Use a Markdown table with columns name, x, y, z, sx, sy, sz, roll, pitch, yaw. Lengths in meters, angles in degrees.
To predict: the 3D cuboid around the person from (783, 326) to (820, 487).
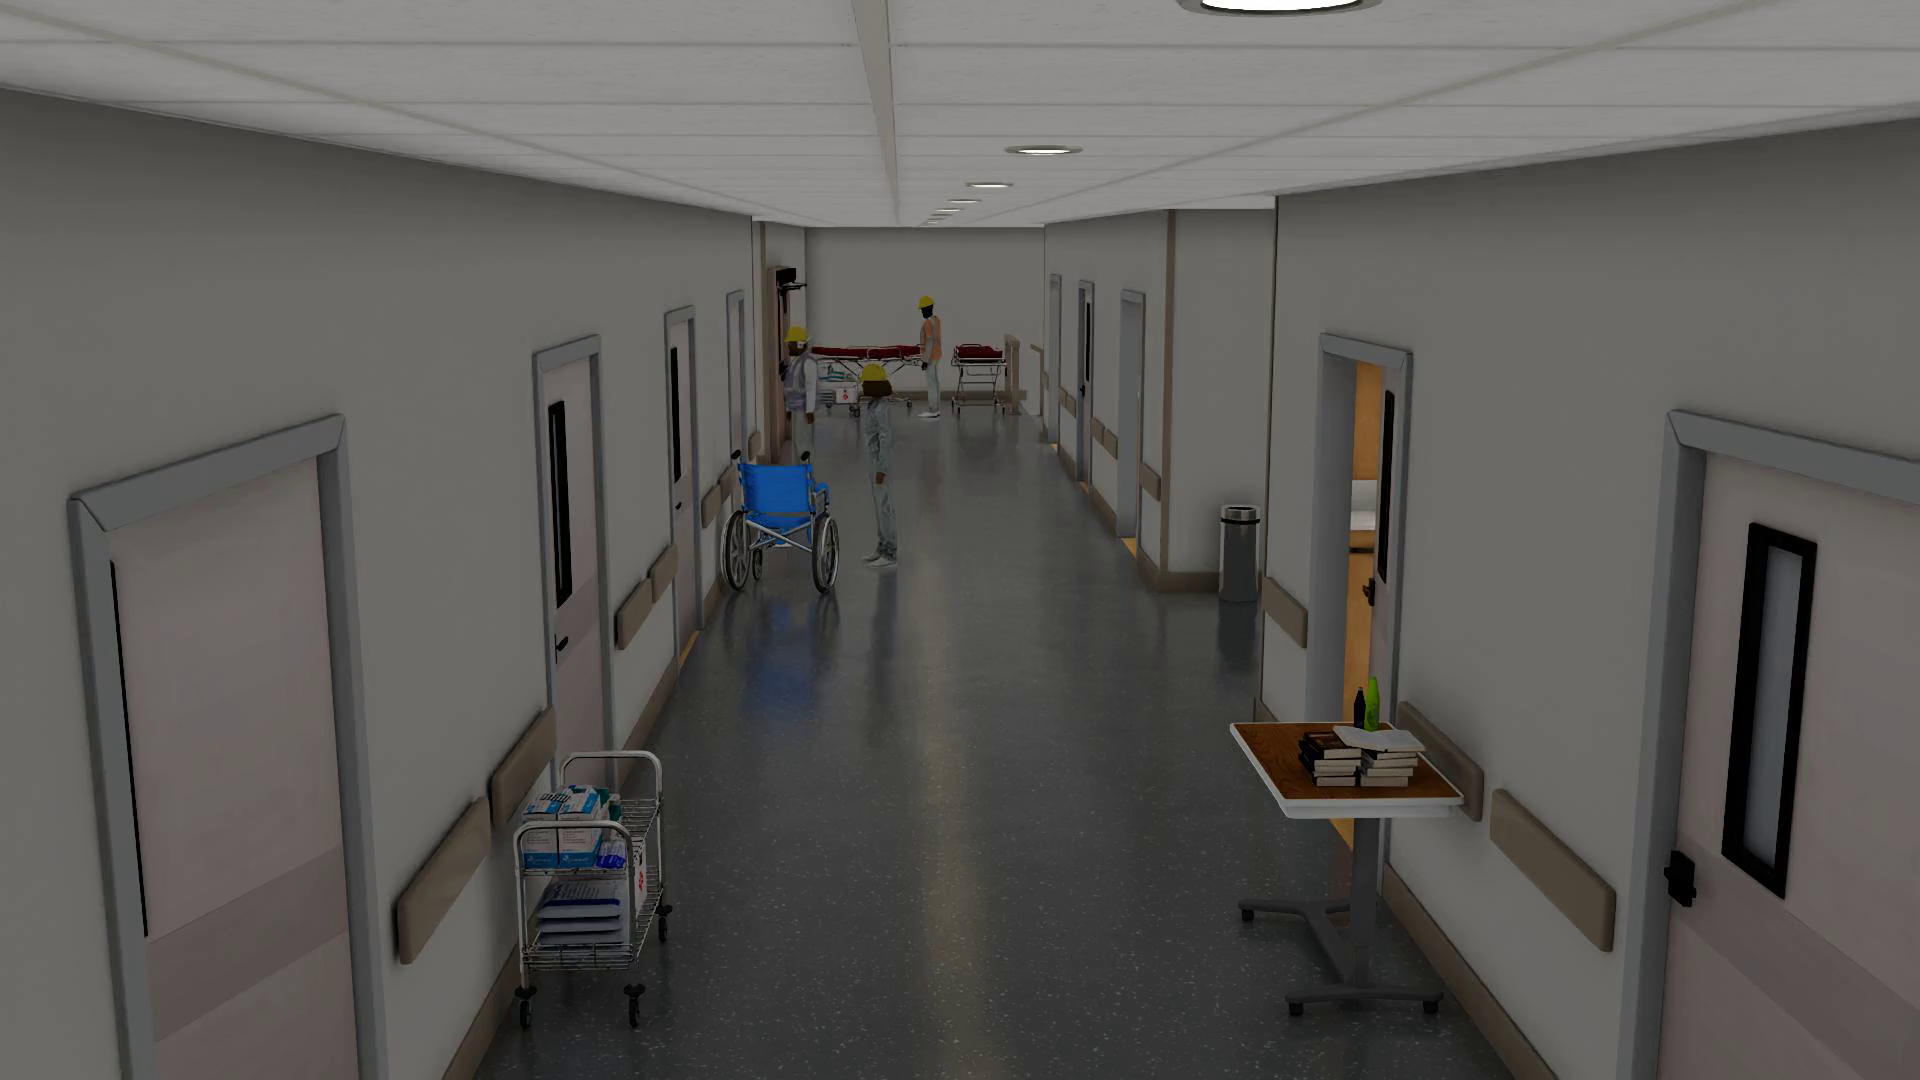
| name | x | y | z | sx | sy | sz | roll | pitch | yaw |
| --- | --- | --- | --- | --- | --- | --- | --- | --- | --- |
| person | -1.813 | -1.516 | 18.927 | 0.427 | 1.821 | 0.625 | -4 | 11 | -21 |

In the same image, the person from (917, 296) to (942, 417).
| name | x | y | z | sx | sy | sz | roll | pitch | yaw |
| --- | --- | --- | --- | --- | --- | --- | --- | --- | --- |
| person | -0.489 | -2.896 | 26.337 | 0.382 | 1.917 | 0.585 | 2 | 10 | 13 |

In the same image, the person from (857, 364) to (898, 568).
| name | x | y | z | sx | sy | sz | roll | pitch | yaw |
| --- | --- | --- | --- | --- | --- | --- | --- | --- | --- |
| person | -0.715 | -0.629 | 14.219 | 0.309 | 1.739 | 0.496 | -2 | 10 | -9 |
